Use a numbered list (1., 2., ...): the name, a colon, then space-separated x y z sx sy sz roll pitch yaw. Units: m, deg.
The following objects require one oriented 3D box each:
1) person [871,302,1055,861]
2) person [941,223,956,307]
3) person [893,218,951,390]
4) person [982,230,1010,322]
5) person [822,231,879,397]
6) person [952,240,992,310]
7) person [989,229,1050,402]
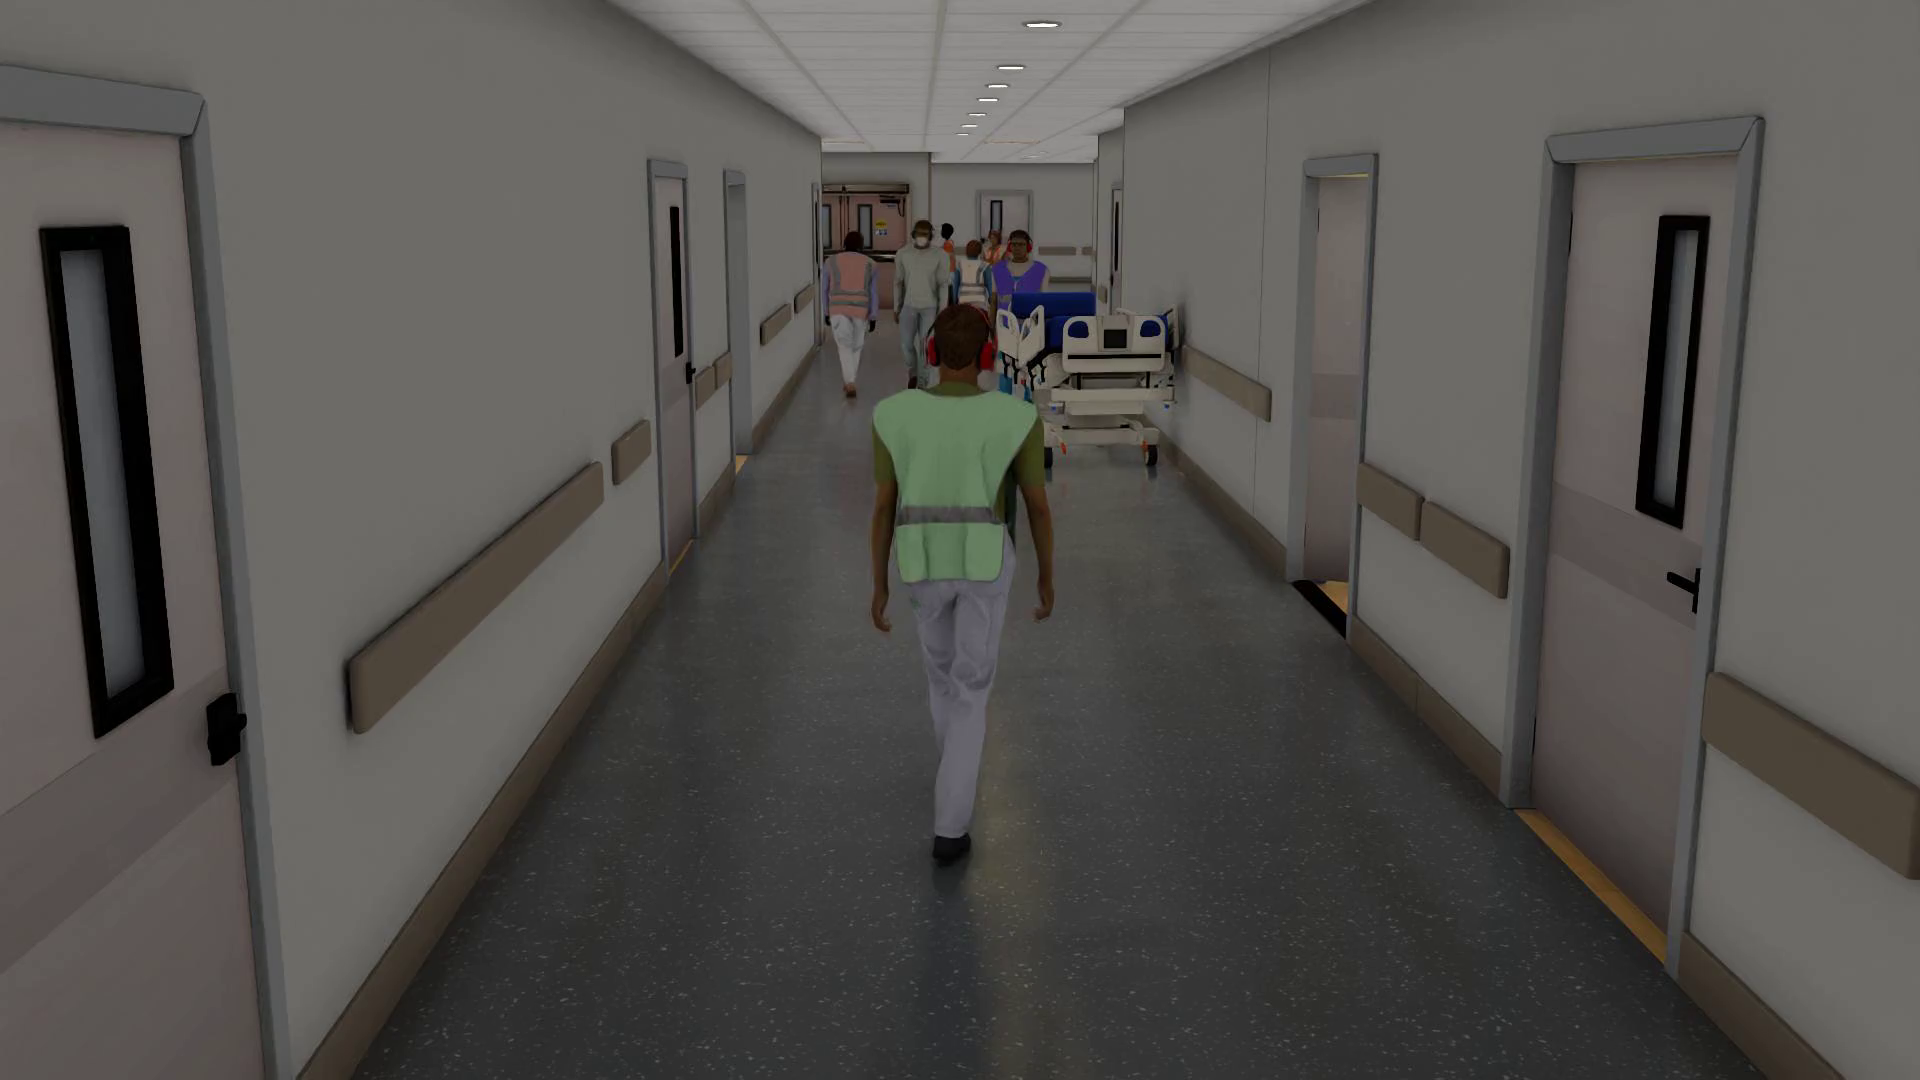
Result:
1. person: 0.013 0.111 5.592 0.588 1.795 0.992 2 12 10
2. person: -0.225 -4.853 29.987 0.318 1.697 0.535 0 12 -2
3. person: -0.410 -2.489 17.908 0.634 1.921 0.467 3 12 13
4. person: 0.632 -4.336 27.677 0.522 1.619 0.699 6 13 26
5. person: -1.187 -2.466 18.148 0.613 1.795 0.967 -2 12 -12
6. person: 0.200 -3.114 21.770 0.529 1.590 0.864 5 13 25
7. person: 0.558 -1.995 15.708 0.566 1.844 0.401 3 12 15
